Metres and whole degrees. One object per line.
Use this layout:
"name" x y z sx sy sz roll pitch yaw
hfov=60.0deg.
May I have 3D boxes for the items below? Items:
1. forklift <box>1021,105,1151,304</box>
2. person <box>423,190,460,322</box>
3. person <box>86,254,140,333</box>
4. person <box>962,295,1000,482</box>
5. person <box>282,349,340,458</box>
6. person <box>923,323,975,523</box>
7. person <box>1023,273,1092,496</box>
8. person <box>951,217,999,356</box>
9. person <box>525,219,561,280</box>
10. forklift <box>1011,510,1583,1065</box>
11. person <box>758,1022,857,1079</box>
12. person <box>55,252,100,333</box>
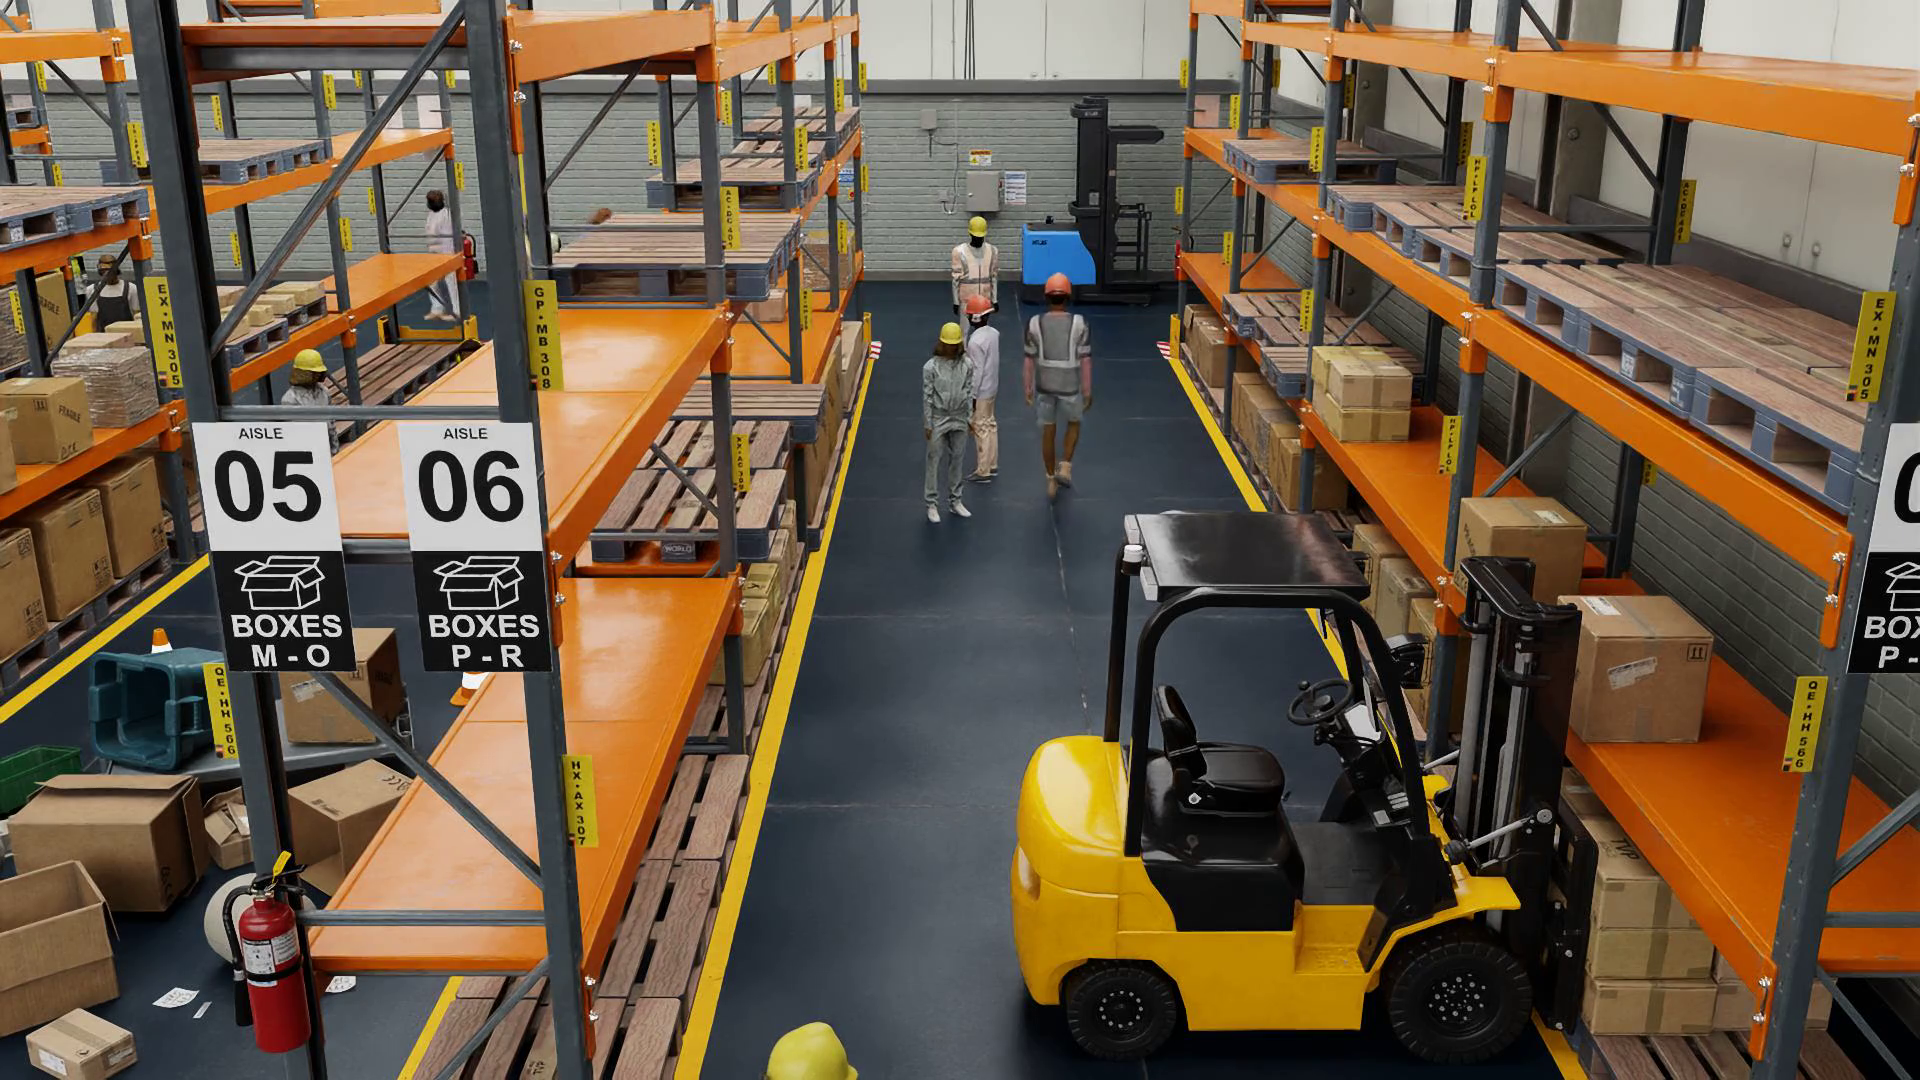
"forklift" 1.857 -4.944 24.441 1.873 2.768 1.129 0 18 0
"person" -7.227 -3.900 22.936 0.659 1.821 0.661 -14 23 -36
"person" -8.795 -2.083 17.433 0.504 1.837 0.350 -5 19 -15
"person" 0.177 -1.413 15.529 0.341 1.749 0.572 6 19 18
"person" -5.155 -0.676 13.342 0.324 1.734 0.489 8 20 22
"person" -0.085 -1.021 14.366 0.488 1.741 0.316 -10 21 -27
"person" 0.886 -1.398 15.054 0.653 2.025 0.443 4 19 12
"person" 0.189 -2.852 19.627 0.585 1.916 0.381 -7 20 -20
"person" -5.266 -3.202 20.829 0.636 1.823 0.618 -12 22 -33
"forklift" 1.387 1.055 7.378 2.313 2.155 1.214 0 18 0
"person" -0.418 2.163 4.707 0.523 1.763 0.329 9 20 25
"person" -11.761 -3.527 22.012 0.540 1.695 0.317 7 20 21
